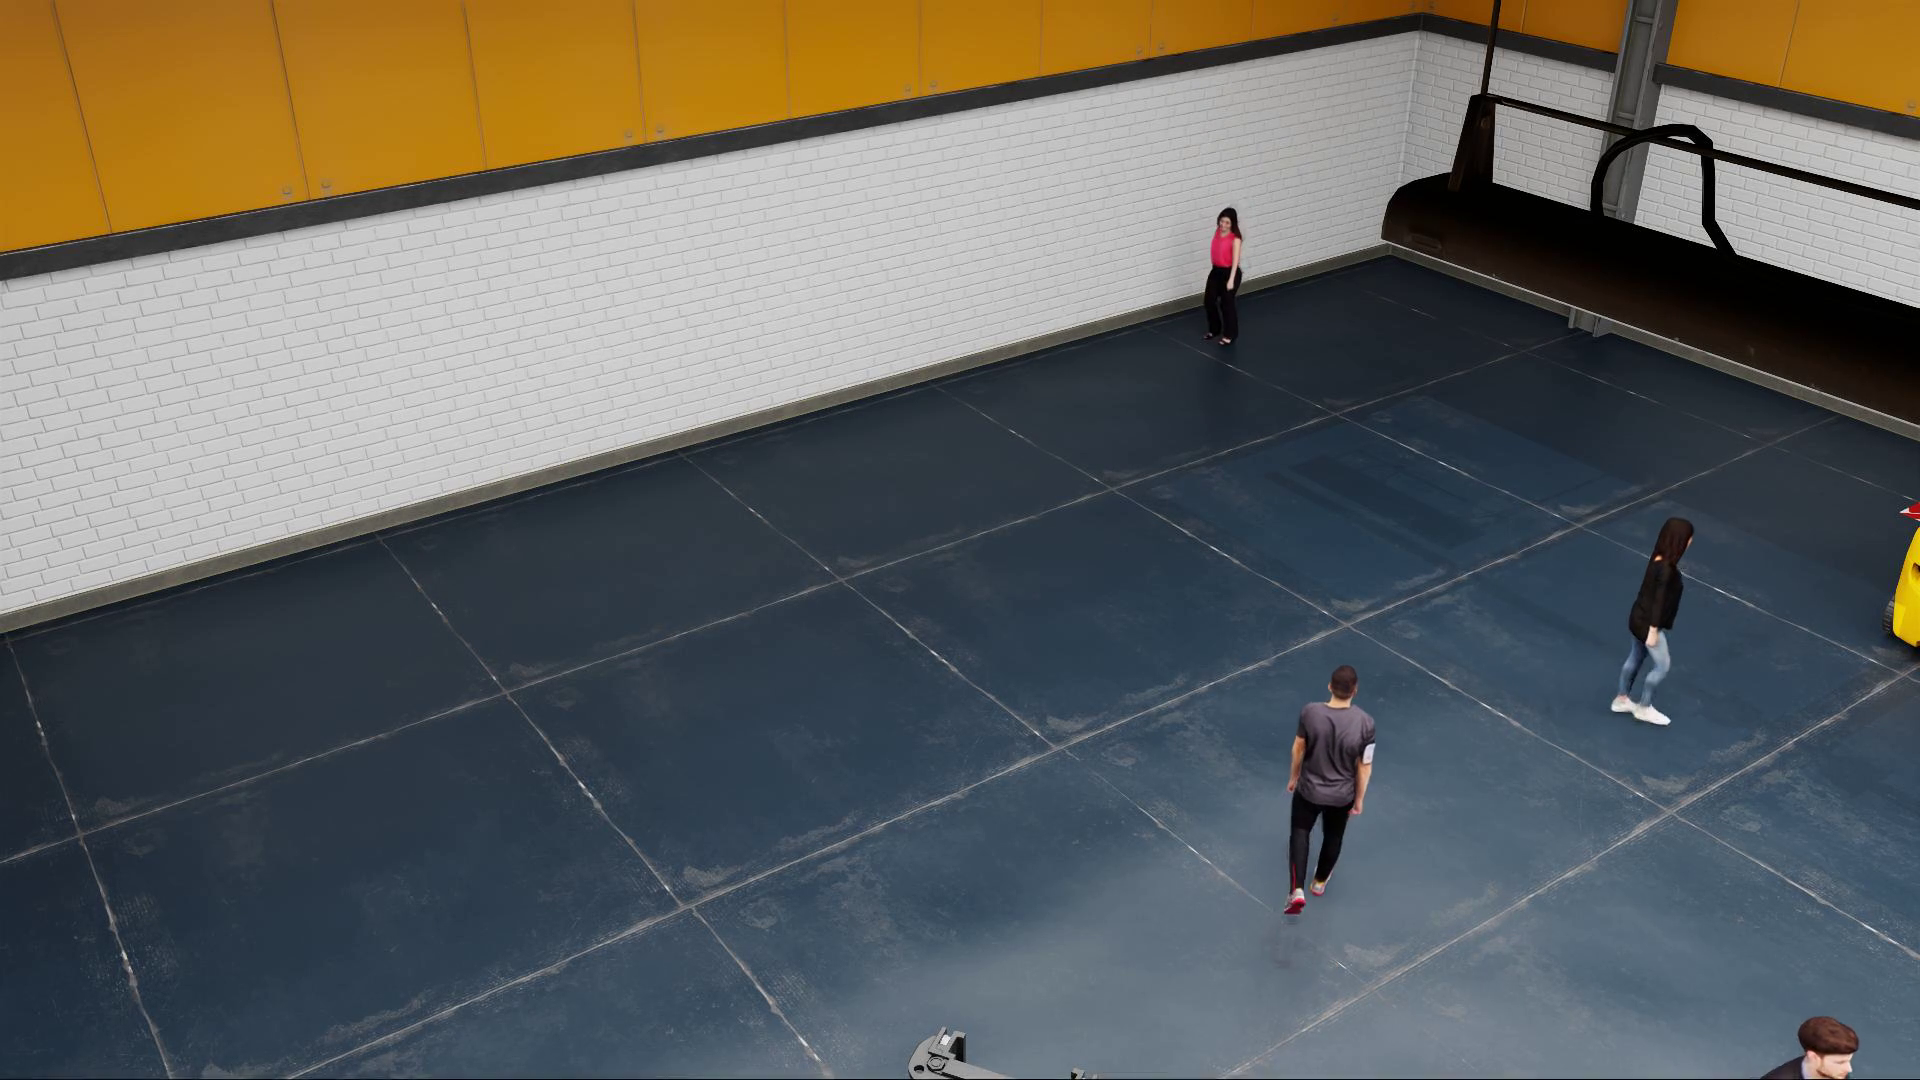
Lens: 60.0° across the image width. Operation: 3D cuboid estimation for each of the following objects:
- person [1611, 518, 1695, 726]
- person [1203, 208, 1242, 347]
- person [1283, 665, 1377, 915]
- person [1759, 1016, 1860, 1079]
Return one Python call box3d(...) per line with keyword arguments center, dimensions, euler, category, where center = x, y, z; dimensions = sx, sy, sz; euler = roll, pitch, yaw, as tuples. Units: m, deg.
box3d(center=(4.957, 0.575, 12.086), dimensions=(0.810, 1.638, 0.752), euler=(6, 29, 10), category="person")
box3d(center=(2.971, -2.928, 18.519), dimensions=(0.654, 1.627, 0.576), euler=(-11, 30, -19), category="person")
box3d(center=(2.214, 1.564, 10.154), dimensions=(1.012, 1.752, 1.034), euler=(8, 30, 15), category="person")
box3d(center=(3.700, 2.858, 7.648), dimensions=(0.685, 1.879, 0.635), euler=(-17, 33, -28), category="person")
